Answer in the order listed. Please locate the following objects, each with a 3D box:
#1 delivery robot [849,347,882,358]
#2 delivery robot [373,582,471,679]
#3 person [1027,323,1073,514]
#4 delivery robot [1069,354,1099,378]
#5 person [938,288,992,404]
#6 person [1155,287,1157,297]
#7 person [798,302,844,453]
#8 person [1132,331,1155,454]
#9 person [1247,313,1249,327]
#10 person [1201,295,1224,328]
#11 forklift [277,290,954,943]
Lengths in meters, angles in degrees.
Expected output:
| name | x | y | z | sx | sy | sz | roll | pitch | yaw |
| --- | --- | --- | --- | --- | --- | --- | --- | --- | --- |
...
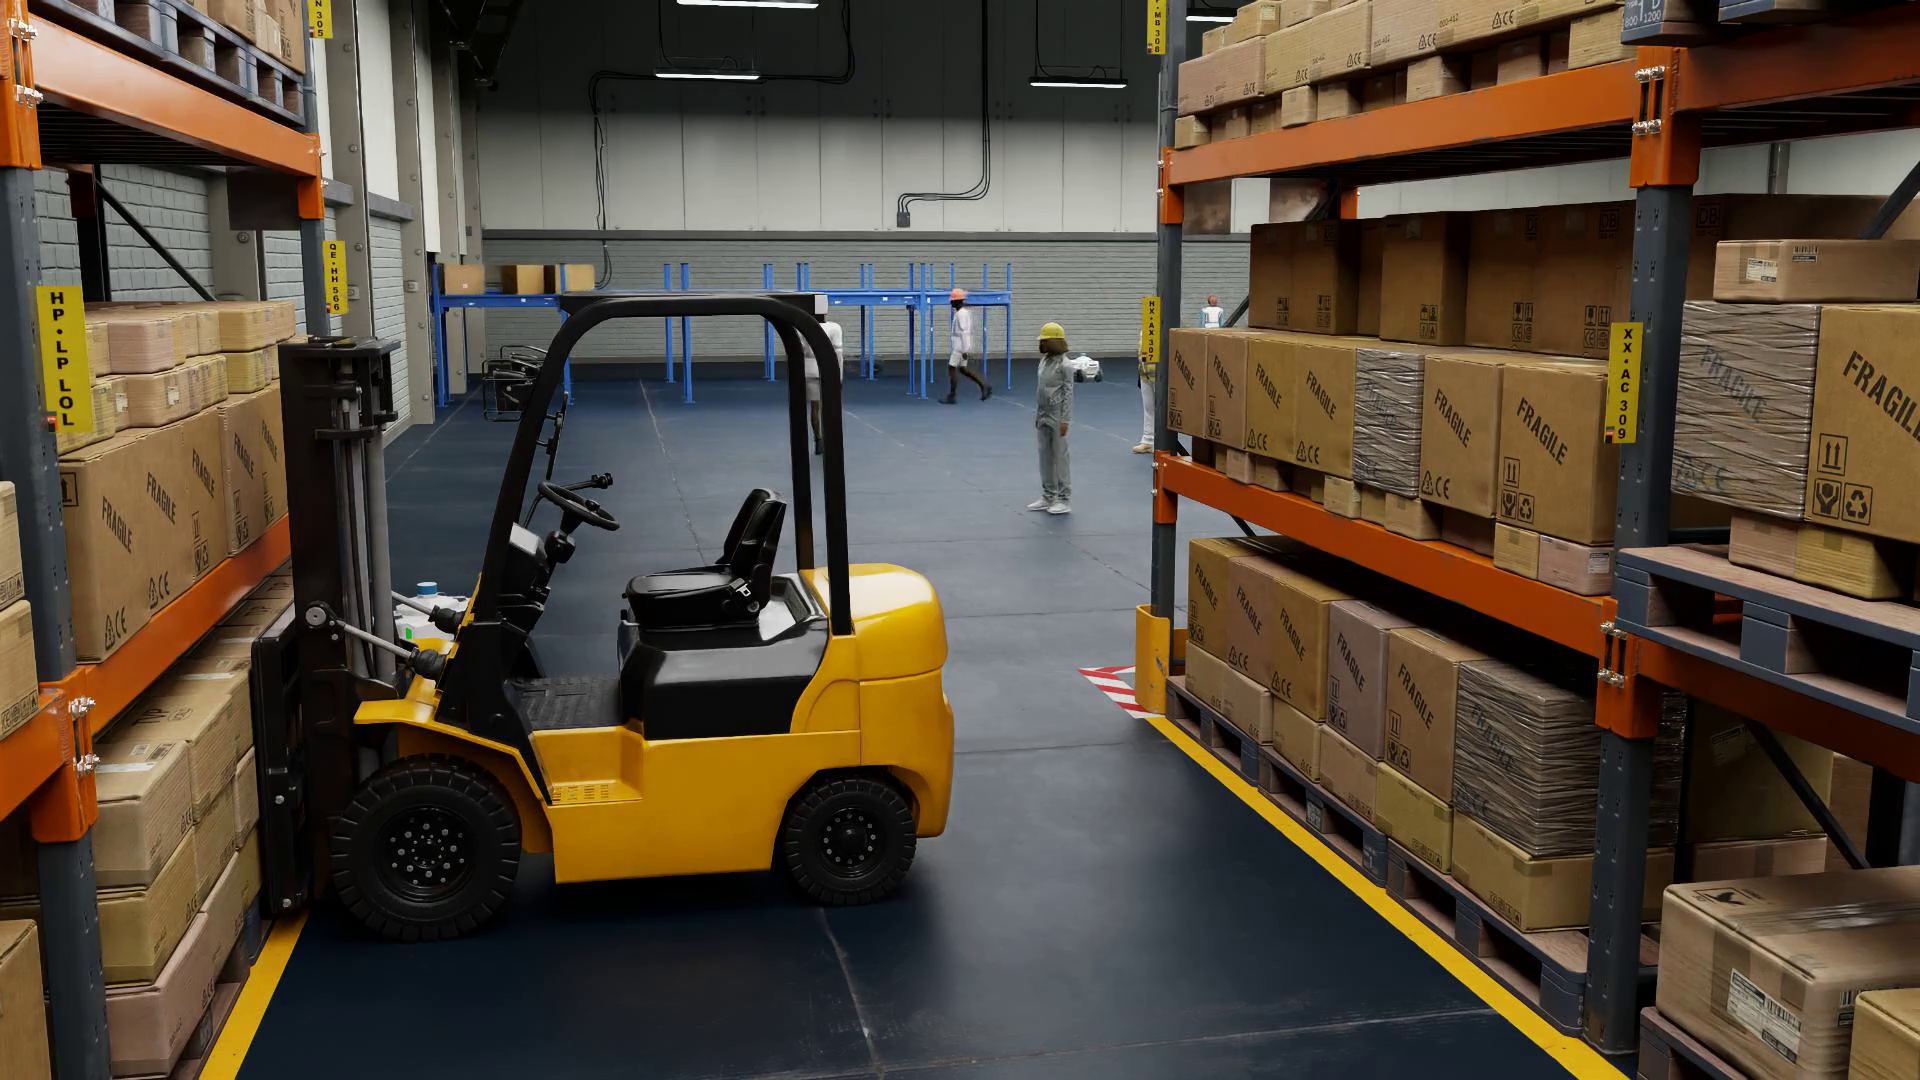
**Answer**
| name | x | y | z | sx | sy | sz | roll | pitch | yaw |
| --- | --- | --- | --- | --- | --- | --- | --- | --- | --- |
| delivery robot | -2.024 | -4.045 | 35.772 | 0.698 | 0.223 | 0.335 | 1 | 9 | 3 |
| delivery robot | -2.881 | 0.473 | 9.029 | 0.477 | 0.478 | 0.707 | 4 | 10 | 22 |
| person | 0.838 | -1.117 | 15.281 | 0.323 | 1.740 | 0.517 | -6 | 11 | -32 |
| delivery robot | 2.450 | -3.454 | 32.964 | 0.477 | 0.478 | 0.707 | -5 | 11 | -27 |
| person | 0.086 | -3.204 | 27.486 | 0.810 | 1.912 | 0.553 | 1 | 9 | 5 |
| person | 4.151 | -4.382 | 34.812 | 0.527 | 1.857 | 0.380 | -7 | 11 | -35 |
| person | -1.709 | -2.045 | 20.424 | 0.575 | 1.900 | 0.902 | 0 | 9 | -1 |
| person | 2.363 | -1.957 | 20.083 | 0.430 | 1.845 | 0.619 | -7 | 11 | -35 |
| person | 6.967 | -5.038 | 38.660 | 0.651 | 1.907 | 0.409 | -3 | 10 | -18 |
| person | 5.491 | -4.512 | 36.253 | 0.523 | 1.645 | 0.306 | -2 | 9 | -10 |
| forklift | -1.179 | 0.175 | 6.143 | 2.313 | 2.155 | 1.214 | -2 | 10 | -12 |
